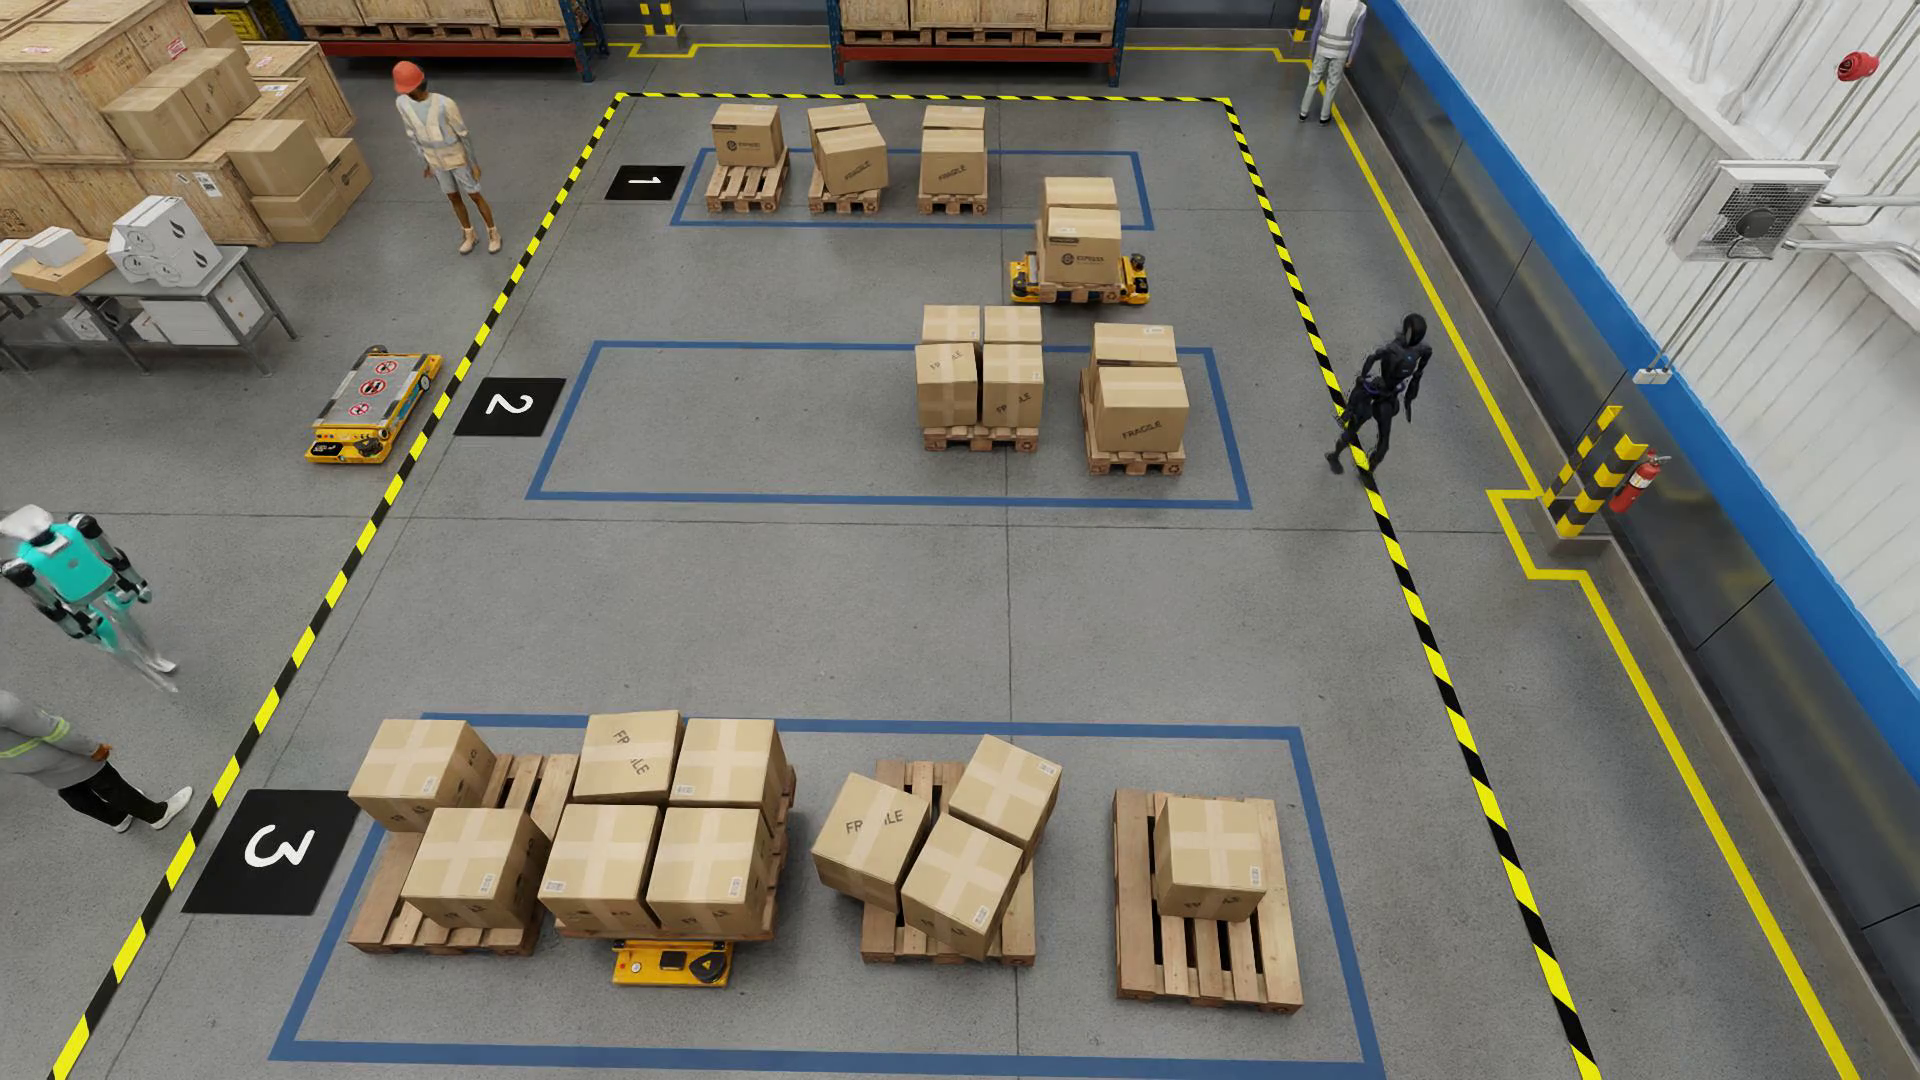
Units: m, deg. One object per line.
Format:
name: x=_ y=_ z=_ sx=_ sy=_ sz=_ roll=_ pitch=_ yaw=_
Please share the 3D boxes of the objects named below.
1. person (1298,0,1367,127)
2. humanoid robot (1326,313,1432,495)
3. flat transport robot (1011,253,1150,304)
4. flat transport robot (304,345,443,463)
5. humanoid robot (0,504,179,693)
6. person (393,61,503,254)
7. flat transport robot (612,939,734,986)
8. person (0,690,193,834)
person: x=4.718 y=-6.195 z=11.587 sx=0.586 sy=1.828 sz=0.404 roll=23 pitch=53 yaw=18
humanoid robot: x=3.382 y=-1.081 z=7.359 sx=0.597 sy=1.644 sz=0.564 roll=-7 pitch=50 yaw=-6
flat transport robot: x=1.261 y=-2.785 z=9.706 sx=1.431 sy=0.197 sz=0.652 roll=1 pitch=50 yaw=1
flat transport robot: x=-5.383 y=-1.269 z=8.441 sx=0.659 sy=0.231 sz=1.431 roll=1 pitch=50 yaw=1
humanoid robot: x=-5.763 y=0.393 z=6.084 sx=0.803 sy=1.790 sz=0.557 roll=16 pitch=52 yaw=13
person: x=-5.334 y=-3.934 z=9.542 sx=0.604 sy=2.033 sz=0.394 roll=1 pitch=50 yaw=1
flat transport robot: x=-1.659 y=1.971 z=5.681 sx=0.652 sy=0.197 sz=1.431 roll=1 pitch=50 yaw=1
person: x=-5.307 y=1.198 z=5.320 sx=0.589 sy=1.846 sz=0.374 roll=-1 pitch=50 yaw=-1
